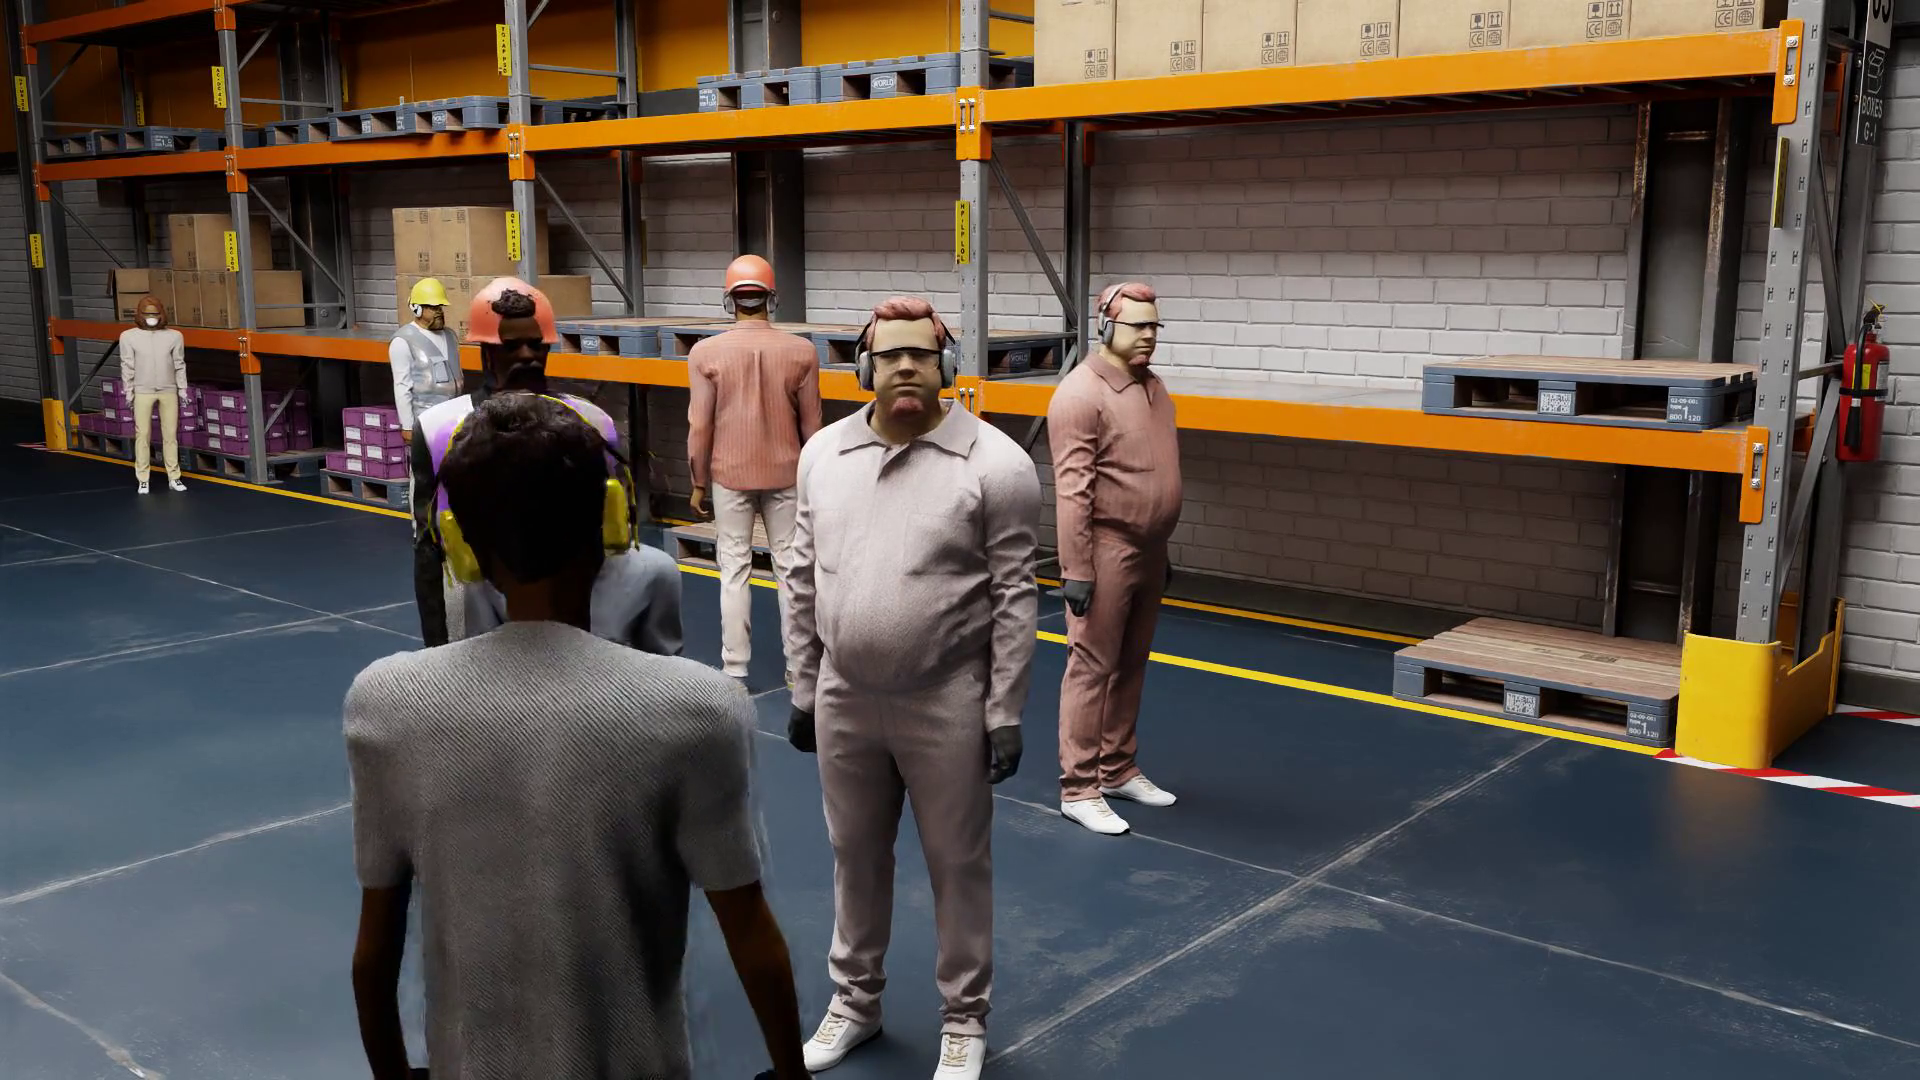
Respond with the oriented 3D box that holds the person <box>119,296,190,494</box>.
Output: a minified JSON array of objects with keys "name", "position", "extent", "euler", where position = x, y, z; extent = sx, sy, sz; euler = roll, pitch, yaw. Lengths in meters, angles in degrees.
[{"name":"person","position":[-6.656,-1.201,13.776],"extent":[0.500,1.633,0.286],"euler":[-7,12,-35]}]

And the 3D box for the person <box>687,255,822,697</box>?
[{"name":"person","position":[-0.927,-0.287,7.555],"extent":[0.623,1.989,0.399],"euler":[-3,10,-16]}]

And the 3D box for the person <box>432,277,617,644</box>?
[{"name":"person","position":[-1.226,0.234,4.730],"extent":[0.545,1.942,0.349],"euler":[-9,14,-43]}]

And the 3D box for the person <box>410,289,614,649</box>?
[{"name":"person","position":[-1.243,0.245,4.730],"extent":[0.587,1.920,0.390],"euler":[-6,12,-32]}]

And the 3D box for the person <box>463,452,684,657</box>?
[{"name":"person","position":[-0.874,0.550,3.812],"extent":[0.500,1.633,0.280],"euler":[-2,10,-10]}]

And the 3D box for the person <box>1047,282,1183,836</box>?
[{"name":"person","position":[0.575,0.057,5.842],"extent":[0.404,1.904,0.651],"euler":[7,12,34]}]

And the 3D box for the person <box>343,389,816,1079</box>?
[{"name":"person","position":[-0.482,0.753,2.048],"extent":[0.686,1.853,0.480],"euler":[2,10,9]}]

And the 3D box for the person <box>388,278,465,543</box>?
[{"name":"person","position":[-3.540,-0.840,11.193],"extent":[0.403,1.825,0.587],"euler":[4,11,23]}]

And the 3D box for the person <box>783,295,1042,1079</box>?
[{"name":"person","position":[-0.142,0.377,4.002],"extent":[0.648,1.912,0.409],"euler":[4,11,21]}]
